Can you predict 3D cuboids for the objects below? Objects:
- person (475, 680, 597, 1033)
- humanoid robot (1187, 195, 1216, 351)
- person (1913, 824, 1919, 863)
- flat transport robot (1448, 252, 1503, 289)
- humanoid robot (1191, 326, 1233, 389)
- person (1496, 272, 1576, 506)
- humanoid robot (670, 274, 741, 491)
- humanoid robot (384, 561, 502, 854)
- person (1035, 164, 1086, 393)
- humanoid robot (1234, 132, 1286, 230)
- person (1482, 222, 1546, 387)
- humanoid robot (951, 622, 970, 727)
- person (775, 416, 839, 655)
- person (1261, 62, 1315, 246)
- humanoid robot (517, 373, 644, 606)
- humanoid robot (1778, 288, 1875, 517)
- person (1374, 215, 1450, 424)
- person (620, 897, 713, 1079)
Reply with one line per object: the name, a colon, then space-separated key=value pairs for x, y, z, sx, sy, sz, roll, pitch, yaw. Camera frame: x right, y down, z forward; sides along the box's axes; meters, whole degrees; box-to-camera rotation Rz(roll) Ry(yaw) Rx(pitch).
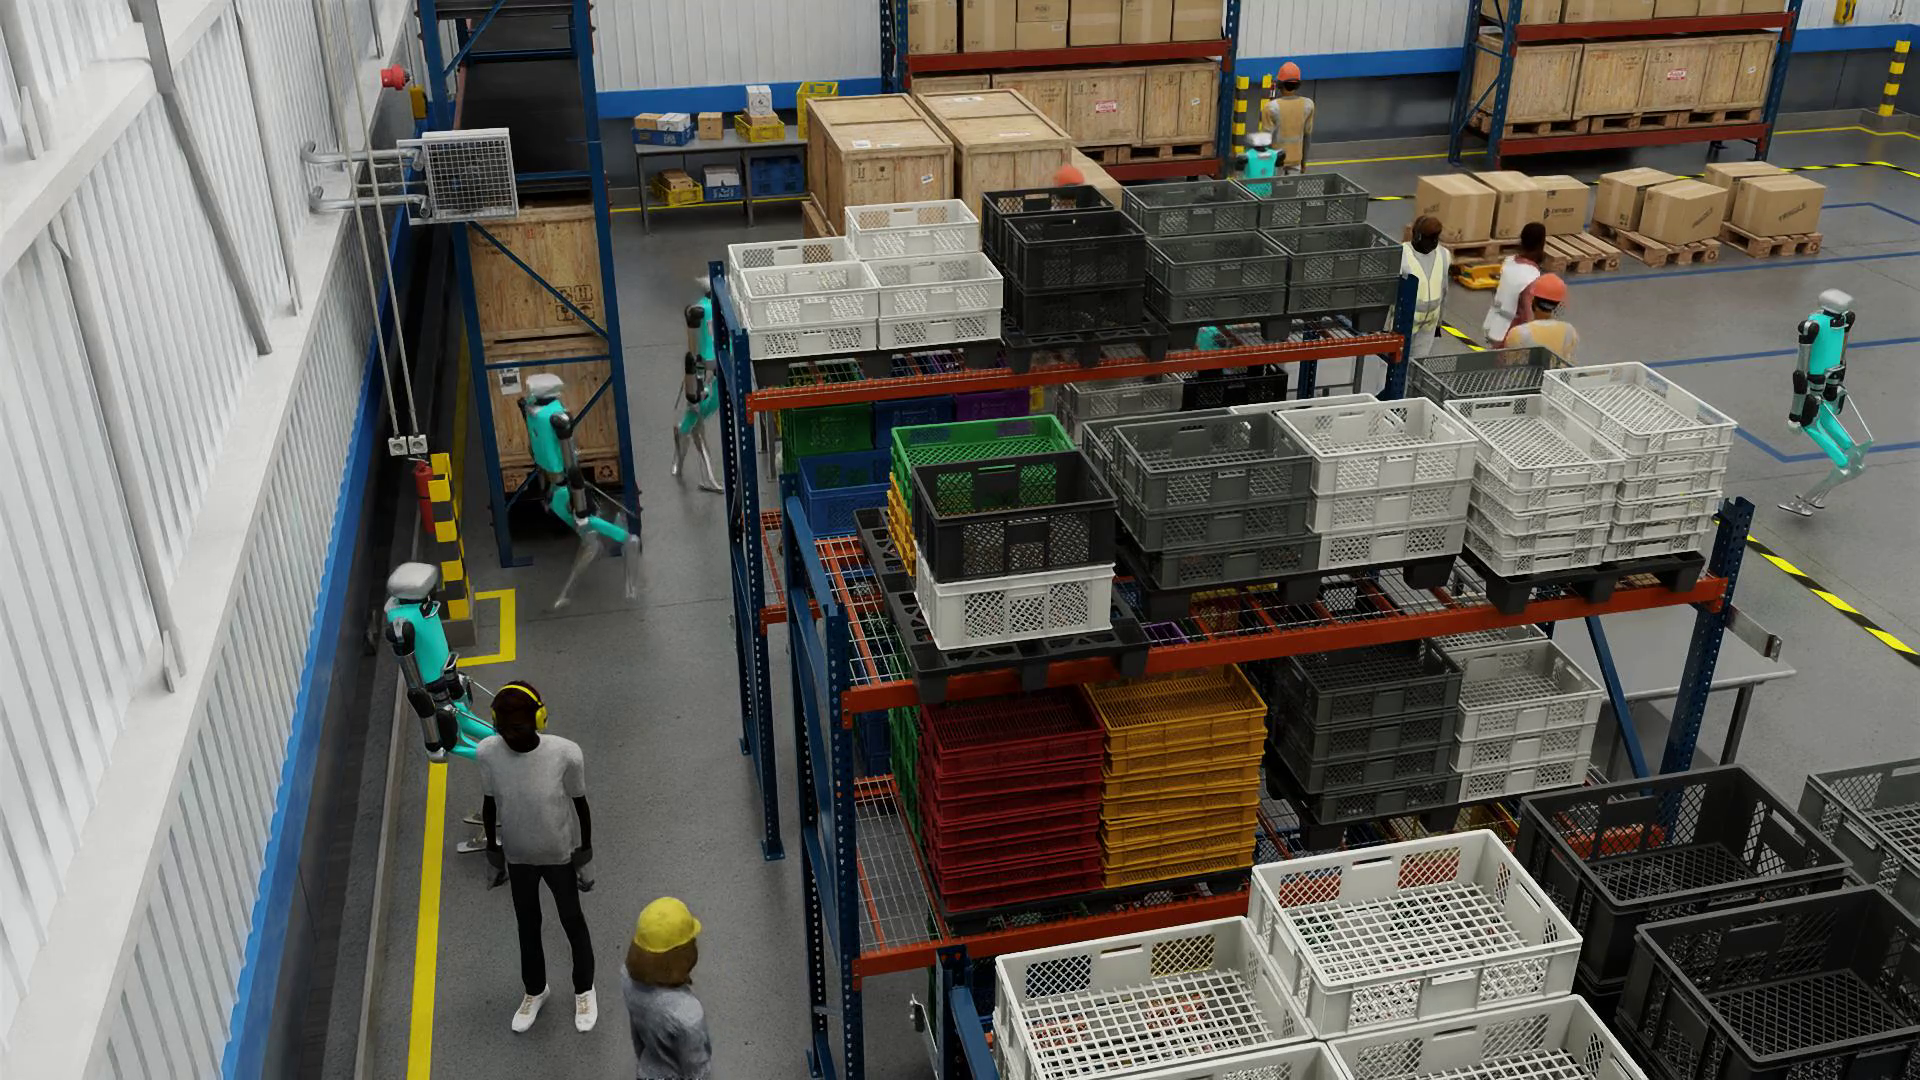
person: x=-1.915 y=1.452 z=7.575 sx=0.512 sy=1.871 sz=0.328 roll=0 pitch=28 yaw=1
humanoid robot: x=2.194 y=-2.270 z=14.872 sx=0.363 sy=1.651 sz=0.600 roll=-20 pitch=34 yaw=-33
person: x=3.663 y=1.917 z=6.701 sx=0.333 sy=1.864 sz=0.517 roll=-4 pitch=28 yaw=-7
flat transport robot: x=5.418 y=-3.009 z=17.726 sx=0.652 sy=0.197 sz=1.431 roll=-6 pitch=28 yaw=-12
humanoid robot: x=2.038 y=-1.012 z=12.414 sx=1.027 sy=1.738 sz=0.539 roll=-11 pitch=30 yaw=-19
person: x=4.191 y=-1.010 z=12.204 sx=0.554 sy=1.910 sz=0.635 roll=-6 pitch=28 yaw=-12
humanoid robot: x=-2.039 y=-1.213 z=12.859 sx=0.859 sy=1.842 sz=0.566 roll=24 pitch=36 yaw=38
humanoid robot: x=-2.511 y=0.881 z=8.659 sx=0.735 sy=1.675 sz=0.533 roll=-1 pitch=28 yaw=-1
person: x=0.929 y=-2.219 z=14.372 sx=0.638 sy=2.033 sz=0.445 roll=-1 pitch=28 yaw=-2
humanoid robot: x=2.840 y=-3.313 z=16.809 sx=0.531 sy=1.780 sz=0.989 roll=-8 pitch=29 yaw=-15
person: x=4.408 y=-1.600 z=13.349 sx=0.534 sy=1.894 sz=0.735 roll=0 pitch=28 yaw=1
humanoid robot: x=-0.002 y=1.115 z=8.422 sx=0.373 sy=1.651 sz=0.586 roll=-3 pitch=28 yaw=-6
person: x=-0.926 y=-0.075 z=10.498 sx=0.509 sy=1.845 sz=0.342 roll=-18 pitch=33 yaw=-31
person: x=3.475 y=-4.109 z=17.940 sx=0.605 sy=2.045 sz=0.376 roll=-8 pitch=29 yaw=-14
humanoid robot: x=-2.460 y=-0.337 z=11.177 sx=0.812 sy=1.798 sz=0.530 roll=-24 pitch=36 yaw=-38
humanoid robot: x=6.402 y=-0.946 z=12.118 sx=0.533 sy=1.681 sz=0.735 roll=-16 pitch=32 yaw=-27
person: x=3.747 y=-1.796 z=13.779 sx=0.622 sy=1.837 sz=0.429 roll=-9 pitch=29 yaw=-17
person: x=-1.091 y=2.112 z=6.471 sx=0.309 sy=1.735 sz=0.493 roll=-22 pitch=35 yaw=-35
